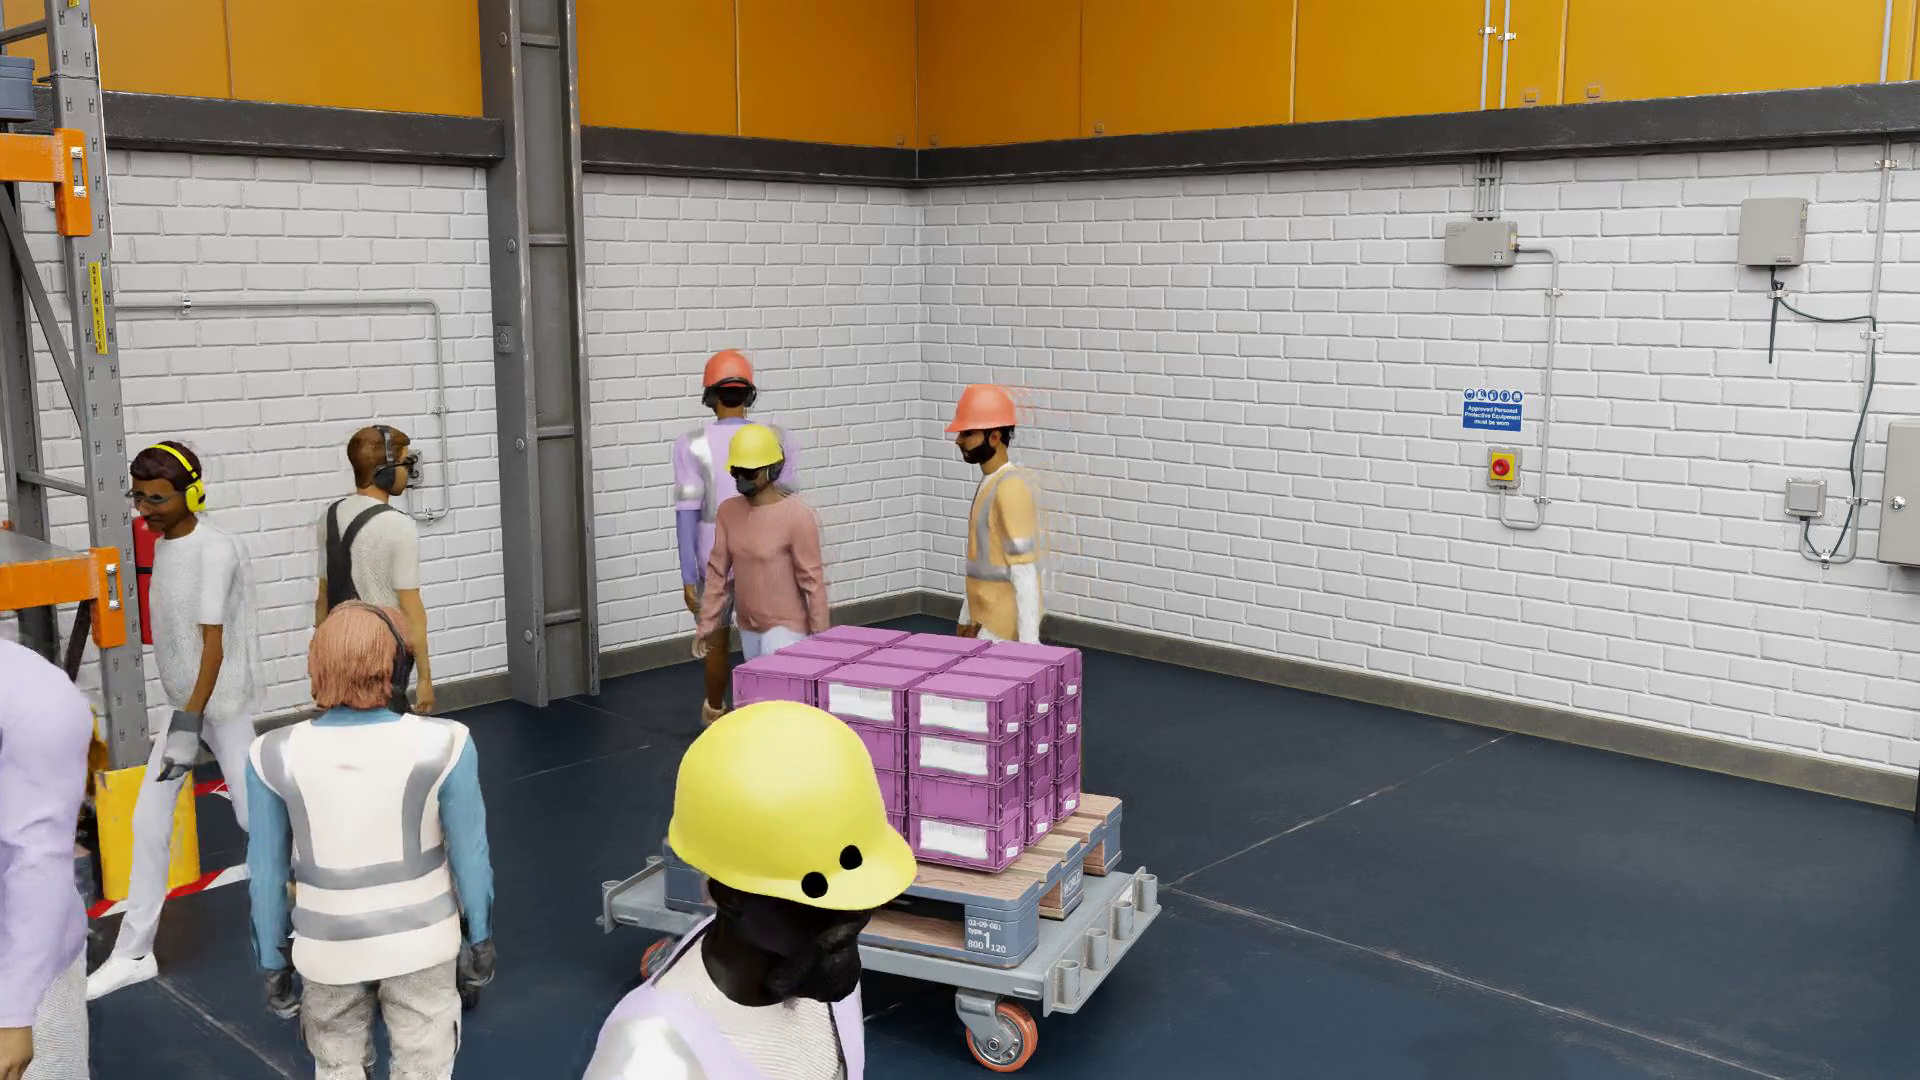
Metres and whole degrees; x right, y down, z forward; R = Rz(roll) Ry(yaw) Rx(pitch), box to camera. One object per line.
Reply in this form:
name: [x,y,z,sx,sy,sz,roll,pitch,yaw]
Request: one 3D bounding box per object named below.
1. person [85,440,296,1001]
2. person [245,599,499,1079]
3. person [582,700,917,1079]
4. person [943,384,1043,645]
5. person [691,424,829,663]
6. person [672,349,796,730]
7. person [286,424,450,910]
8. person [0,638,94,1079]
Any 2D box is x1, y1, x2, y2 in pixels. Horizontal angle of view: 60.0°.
person: [-2.492,0.563,5.550,0.495,1.828,0.904,7,11,35]
person: [-1.326,0.945,3.794,0.520,1.627,0.380,-1,9,-6]
person: [-0.324,1.097,2.089,0.698,1.902,0.612,2,10,13]
person: [0.050,0.317,6.799,0.966,1.892,0.572,-1,9,-4]
person: [-0.850,0.391,6.872,0.532,1.733,0.784,8,12,39]
person: [-1.068,0.087,7.962,0.605,1.989,1.078,-3,10,-17]
person: [-2.225,0.467,6.225,0.508,1.802,0.981,6,11,35]
person: [-2.029,0.897,3.263,0.631,1.898,0.907,2,9,10]
